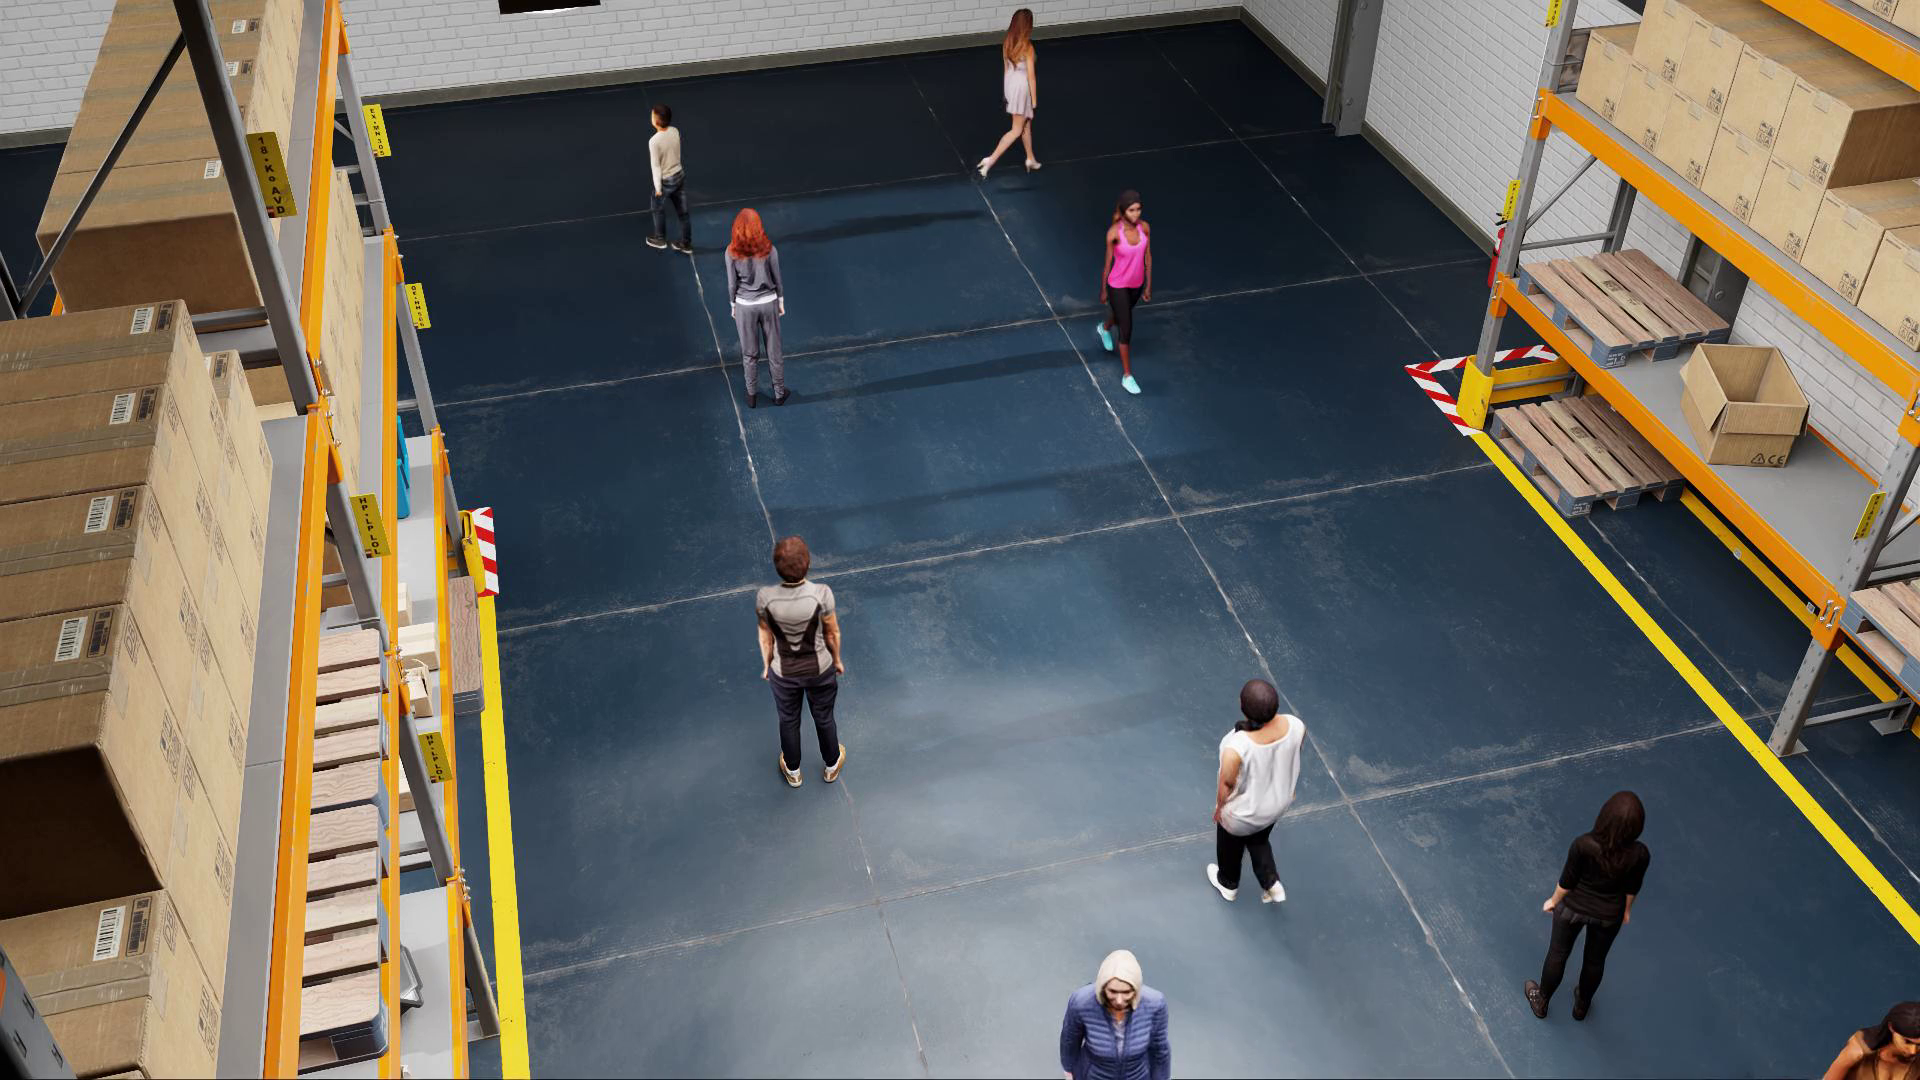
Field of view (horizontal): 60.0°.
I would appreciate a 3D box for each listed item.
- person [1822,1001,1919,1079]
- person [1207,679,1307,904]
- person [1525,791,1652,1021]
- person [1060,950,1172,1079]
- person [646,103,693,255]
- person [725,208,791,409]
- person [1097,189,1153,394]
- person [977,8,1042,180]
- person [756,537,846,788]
[{"bbox_3d":[4.150,2.615,7.772,0.692,1.668,0.887,0,39,0],"label":"person"},{"bbox_3d":[1.642,1.455,9.218,0.746,1.676,0.841,-17,42,-20],"label":"person"},{"bbox_3d":[3.287,1.922,8.660,0.652,1.642,0.640,7,39,8],"label":"person"},{"bbox_3d":[0.725,2.461,7.934,0.774,1.706,1.084,-3,39,-4],"label":"person"},{"bbox_3d":[-2.629,-3.298,15.350,0.840,1.449,0.764,26,45,29],"label":"person"},{"bbox_3d":[-1.618,-1.844,13.265,0.612,1.780,0.562,-3,39,-4],"label":"person"},{"bbox_3d":[1.326,-2.126,13.694,0.651,1.685,1.170,-14,41,-17],"label":"person"},{"bbox_3d":[0.515,-4.339,16.423,0.937,1.739,1.092,-29,47,-31],"label":"person"},{"bbox_3d":[-0.945,0.736,9.939,0.675,1.900,0.620,-3,39,-4],"label":"person"}]
